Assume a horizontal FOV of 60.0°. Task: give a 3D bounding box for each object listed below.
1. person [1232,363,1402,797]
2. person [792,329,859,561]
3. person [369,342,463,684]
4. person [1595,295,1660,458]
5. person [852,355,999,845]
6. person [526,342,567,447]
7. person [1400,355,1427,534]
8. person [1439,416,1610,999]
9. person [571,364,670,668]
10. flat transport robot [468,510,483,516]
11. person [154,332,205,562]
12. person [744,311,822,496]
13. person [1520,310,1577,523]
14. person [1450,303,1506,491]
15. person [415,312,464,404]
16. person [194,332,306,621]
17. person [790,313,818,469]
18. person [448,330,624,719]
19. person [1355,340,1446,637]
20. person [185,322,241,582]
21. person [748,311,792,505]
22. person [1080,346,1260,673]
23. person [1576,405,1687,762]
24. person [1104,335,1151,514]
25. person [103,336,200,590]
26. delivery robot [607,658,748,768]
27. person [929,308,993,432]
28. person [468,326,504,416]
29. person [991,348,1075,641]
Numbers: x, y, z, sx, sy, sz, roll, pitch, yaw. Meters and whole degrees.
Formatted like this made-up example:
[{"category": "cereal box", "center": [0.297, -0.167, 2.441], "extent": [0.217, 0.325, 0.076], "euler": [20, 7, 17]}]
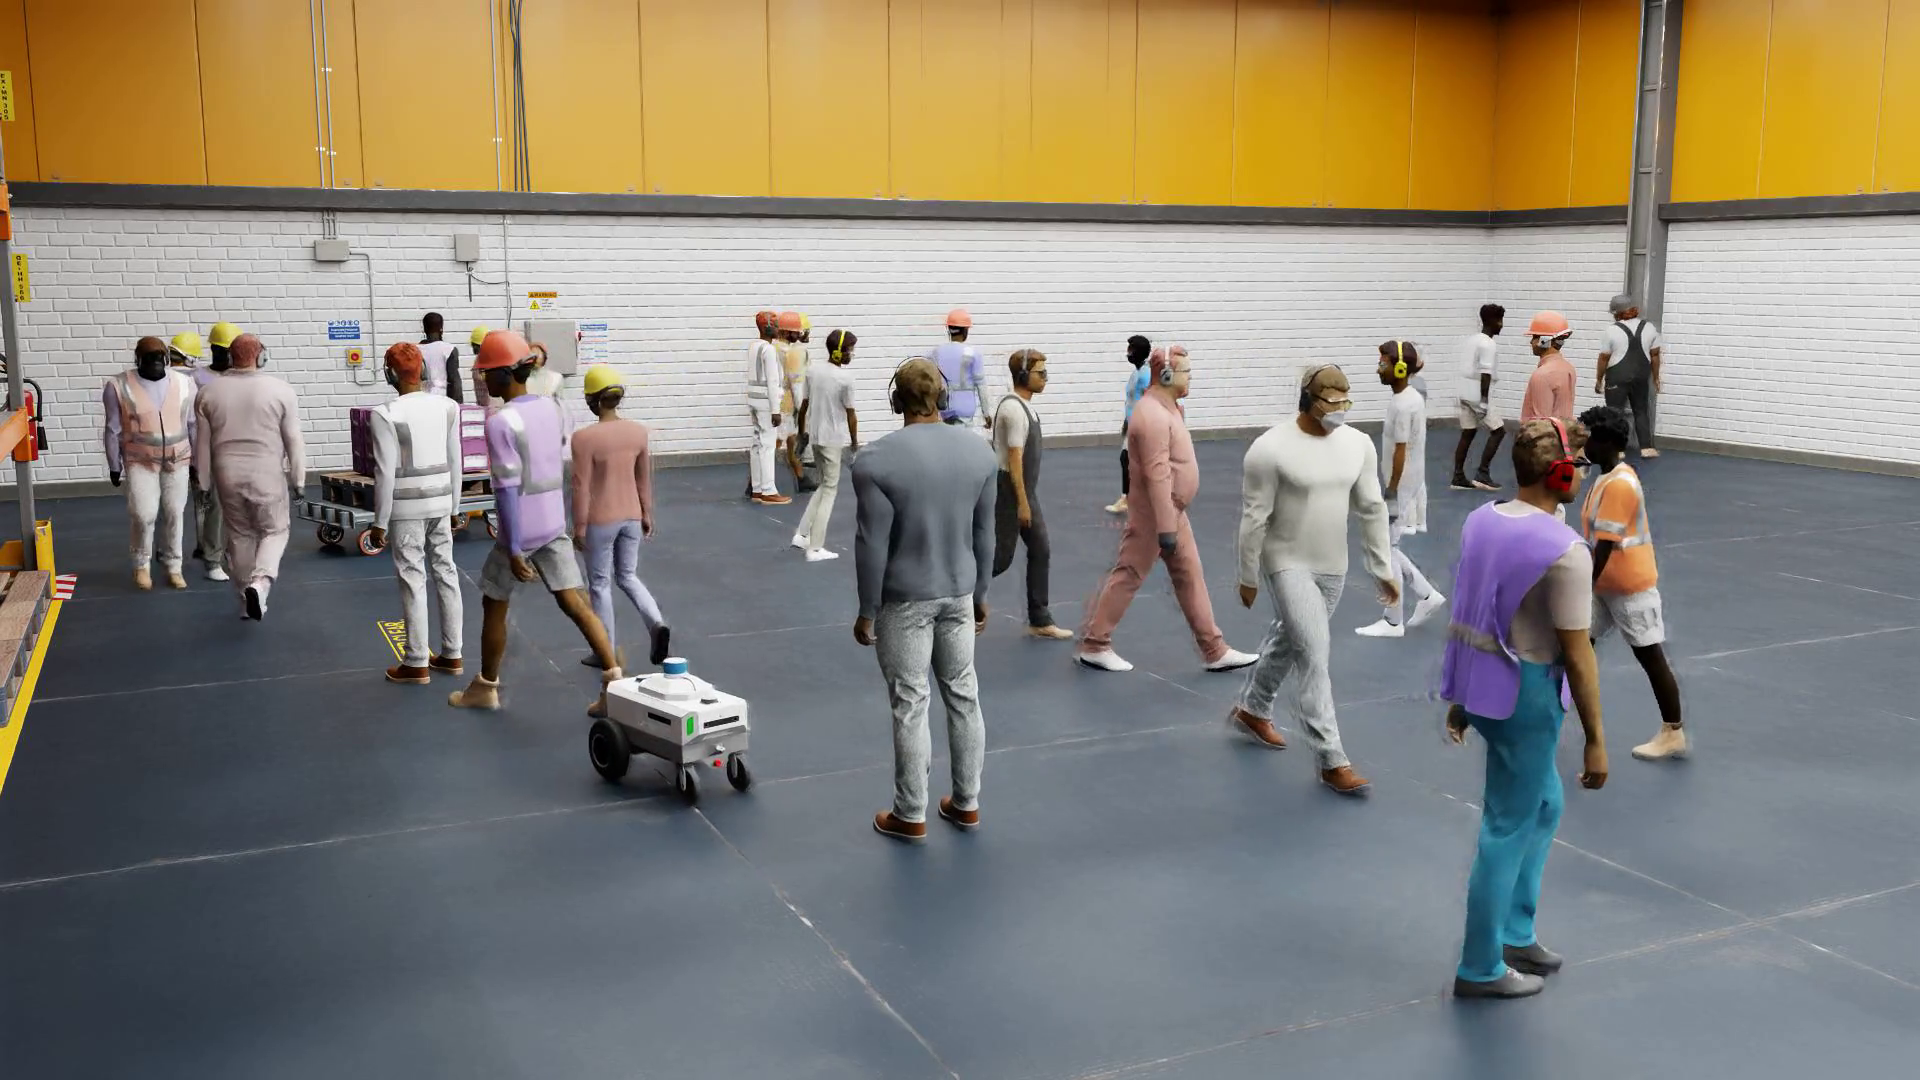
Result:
[{"category": "person", "center": [1.549, 0.131, 7.524], "extent": [0.645, 1.887, 1.055], "euler": [-4, 10, -25]}, {"category": "person", "center": [-1.037, -0.733, 13.005], "extent": [0.630, 1.825, 0.399], "euler": [8, 12, 42]}, {"category": "person", "center": [-2.995, -0.148, 9.182], "extent": [0.353, 1.886, 0.573], "euler": [6, 11, 33]}, {"category": "person", "center": [8.138, -2.007, 20.235], "extent": [0.846, 2.000, 0.538], "euler": [-1, 9, -3]}, {"category": "person", "center": [-0.143, 0.241, 6.614], "extent": [0.629, 1.937, 0.376], "euler": [-5, 11, -29]}, {"category": "person", "center": [-3.805, -0.963, 15.001], "extent": [0.514, 1.641, 0.307], "euler": [-5, 10, -27]}, {"category": "person", "center": [3.877, -0.856, 14.409], "extent": [0.310, 1.624, 0.494], "euler": [8, 12, 42]}, {"category": "person", "center": [1.804, 0.531, 5.134], "extent": [0.599, 1.824, 0.606], "euler": [-2, 9, -11]}, {"category": "person", "center": [-1.928, -0.112, 9.360], "extent": [0.576, 1.749, 0.540], "euler": [8, 12, 40]}, {"category": "flat transport robot", "center": [-4.907, -0.392, 15.692], "extent": [1.431, 0.197, 0.652], "euler": [4, 10, 22]}, {"category": "person", "center": [-6.078, -0.729, 13.078], "extent": [0.616, 1.792, 0.505], "euler": [-2, 9, -14]}, {"category": "person", "center": [-1.796, -1.360, 16.751], "extent": [0.967, 1.884, 0.573], "euler": [-6, 11, -34]}, {"category": "person", "center": [4.112, -0.610, 11.714], "extent": [0.378, 1.995, 0.612], "euler": [7, 11, 35]}, {"category": "person", "center": [5.405, -1.469, 17.200], "extent": [0.614, 1.942, 0.623], "euler": [-1, 9, -7]}, {"category": "person", "center": [-4.970, -1.233, 15.930], "extent": [0.673, 1.877, 0.631], "euler": [3, 10, 16]}, {"category": "person", "center": [-4.561, -0.386, 10.675], "extent": [0.688, 1.879, 0.655], "euler": [-1, 9, -7]}, {"category": "person", "center": [-1.943, -1.684, 18.957], "extent": [0.739, 1.810, 0.605], "euler": [-5, 10, -27]}, {"category": "person", "center": [-2.127, -0.054, 8.395], "extent": [1.103, 1.992, 0.621], "euler": [4, 10, 24]}, {"category": "person", "center": [2.720, -0.306, 10.269], "extent": [0.447, 1.854, 0.542], "euler": [3, 10, 17]}, {"category": "person", "center": [-5.439, -0.664, 12.351], "extent": [0.598, 1.896, 0.633], "euler": [-8, 12, -42]}, {"category": "person", "center": [-1.892, -1.289, 16.275], "extent": [0.362, 1.882, 0.576], "euler": [-4, 10, -25]}, {"category": "person", "center": [1.152, -0.154, 9.313], "extent": [1.022, 1.852, 0.664], "euler": [3, 10, 16]}, {"category": "person", "center": [2.981, 0.199, 7.733], "extent": [0.898, 1.633, 0.550], "euler": [2, 9, 11]}, {"category": "person", "center": [1.596, -1.073, 15.564], "extent": [0.685, 1.666, 0.546], "euler": [0, 9, -2]}, {"category": "person", "center": [-5.700, -0.540, 11.820], "extent": [0.638, 1.823, 0.447], "euler": [-8, 12, -40]}, {"category": "delivery robot", "center": [-1.253, 0.764, 7.349], "extent": [0.477, 0.478, 0.707], "euler": [-8, 12, -42]}, {"category": "person", "center": [0.026, -1.244, 15.867], "extent": [0.563, 1.915, 0.635], "euler": [6, 11, 32]}, {"category": "person", "center": [-4.730, -1.267, 16.594], "extent": [0.381, 1.736, 0.564], "euler": [-6, 11, -34]}, {"category": "person", "center": [0.250, -0.270, 10.173], "extent": [0.835, 1.820, 0.509], "euler": [2, 9, 15]}]
